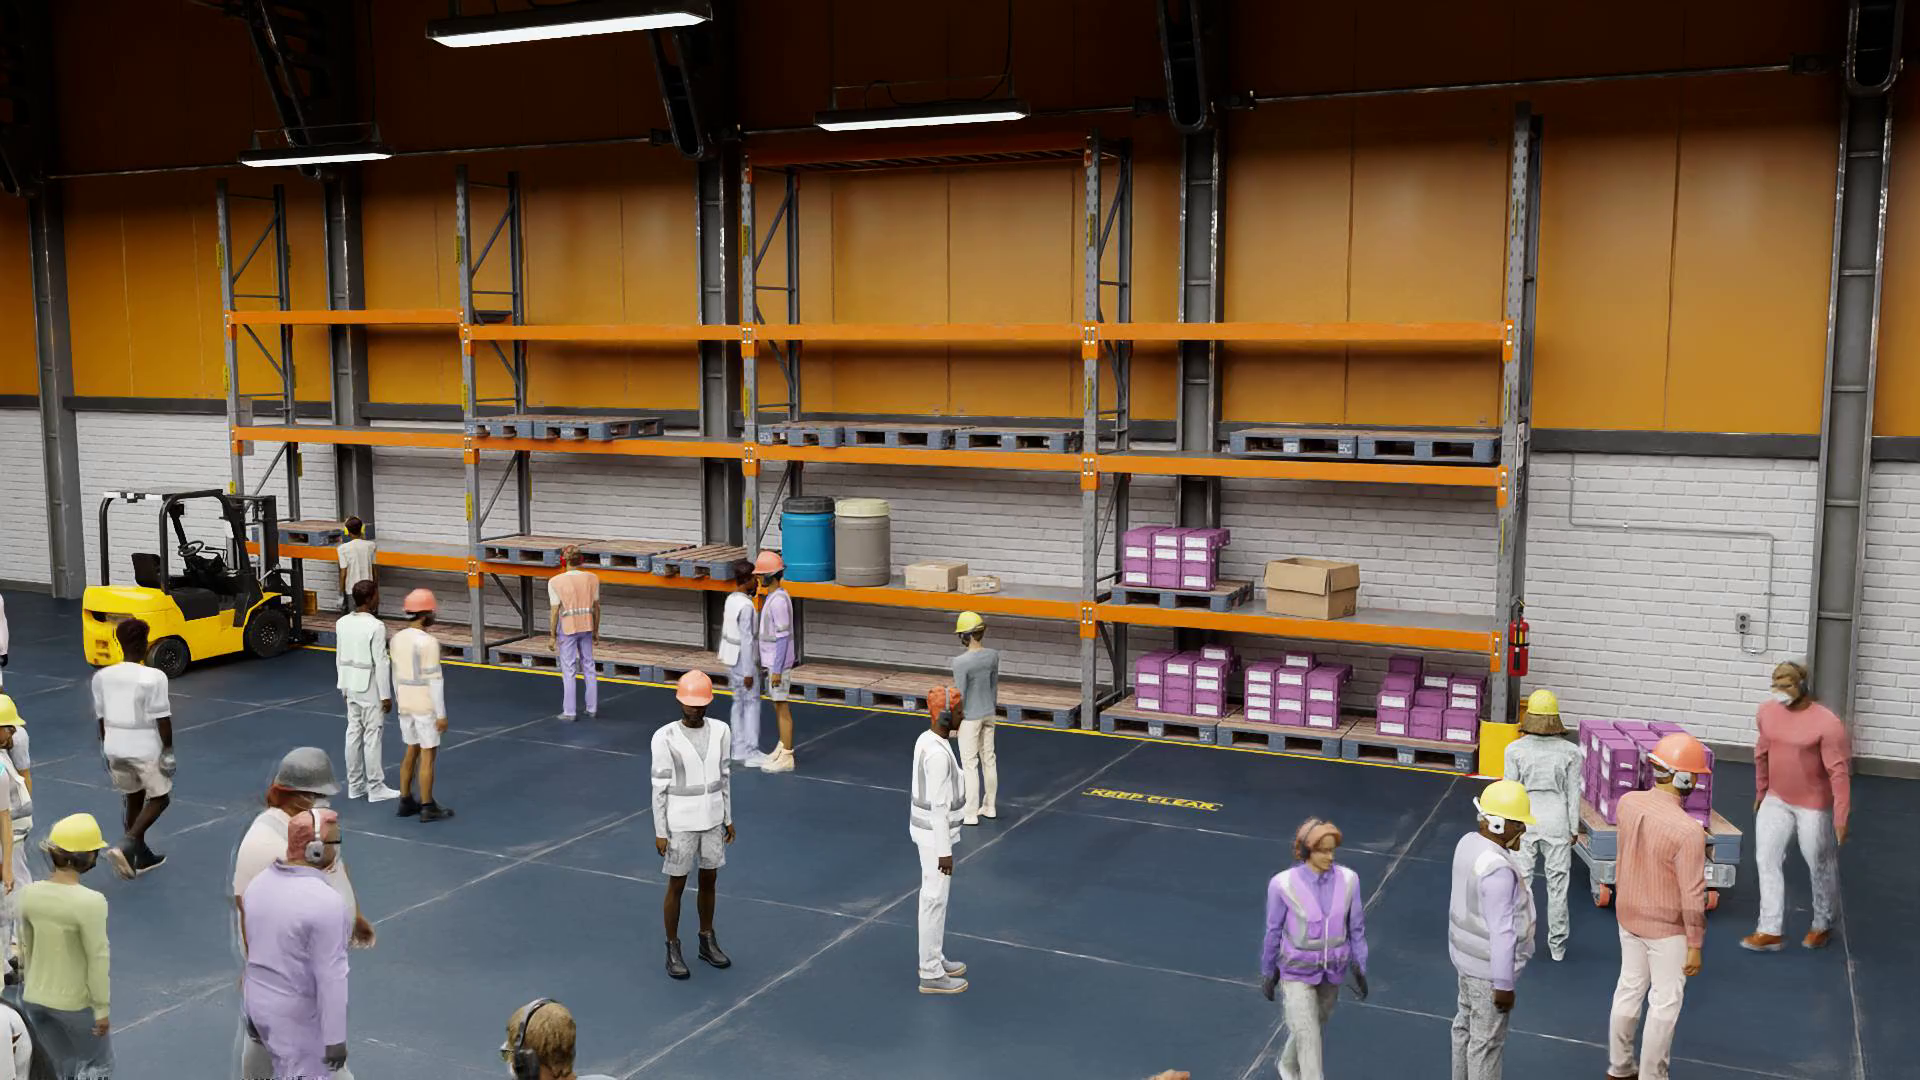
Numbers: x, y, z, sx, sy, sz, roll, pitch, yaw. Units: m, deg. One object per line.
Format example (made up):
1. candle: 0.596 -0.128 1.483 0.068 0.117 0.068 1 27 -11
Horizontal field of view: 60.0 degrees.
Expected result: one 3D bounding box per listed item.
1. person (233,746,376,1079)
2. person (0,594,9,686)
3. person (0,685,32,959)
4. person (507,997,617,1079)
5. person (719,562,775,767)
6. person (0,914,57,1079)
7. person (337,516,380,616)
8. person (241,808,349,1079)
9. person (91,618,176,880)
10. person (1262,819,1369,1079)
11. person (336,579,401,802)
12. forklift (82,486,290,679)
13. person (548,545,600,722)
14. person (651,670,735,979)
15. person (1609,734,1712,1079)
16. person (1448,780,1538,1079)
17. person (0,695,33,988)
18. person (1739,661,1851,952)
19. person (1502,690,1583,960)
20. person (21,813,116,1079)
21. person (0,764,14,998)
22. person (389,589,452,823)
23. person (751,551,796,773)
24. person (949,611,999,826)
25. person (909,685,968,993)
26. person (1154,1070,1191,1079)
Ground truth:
1. person: -3.212 1.969 8.291 0.969 2.000 0.705 -1 7 -4
2. person: -9.629 1.108 16.237 0.624 1.840 0.429 -3 8 -24
3. person: -6.189 1.782 10.664 0.504 1.840 0.345 2 7 16
4. person: -1.272 2.394 5.266 0.387 1.928 0.636 3 8 24
5. person: -2.017 1.153 15.573 0.448 1.912 0.601 -3 7 -23
6. person: -3.606 2.231 6.124 0.681 2.000 0.538 4 8 27
7. person: -7.233 0.641 19.992 0.329 1.865 0.518 7 10 43
8. person: -3.042 2.158 7.447 0.676 1.878 0.761 4 8 33
9. person: -6.092 1.547 12.200 0.606 1.945 0.674 1 7 12
10. person: 1.776 2.177 8.415 0.515 1.597 0.870 -2 7 -17
11. person: -5.141 1.297 14.355 0.590 1.917 0.399 5 8 33
12. forklift: -9.426 0.454 20.179 1.214 2.155 2.313 3 8 26
13. person: -4.004 0.973 17.309 0.565 1.845 0.384 -6 9 -39
14. person: -1.653 1.762 10.426 0.552 1.933 0.364 -5 9 -37
15. person: 3.617 1.968 8.569 0.411 1.980 0.626 -2 7 -16
16. person: 2.631 2.083 8.237 0.404 1.823 0.592 0 7 1
17. person: -5.915 1.848 10.220 0.403 1.817 0.601 -4 8 -31
18. person: 5.394 1.738 10.754 0.873 1.893 0.764 -4 8 -29
19. person: 3.739 1.828 10.721 0.483 1.737 0.321 2 7 17
20. person: -4.233 2.170 7.823 0.536 1.742 0.527 3 7 21
21. person: -5.806 1.900 9.657 0.570 1.843 0.373 -2 7 -16
22. person: -4.448 1.370 13.745 0.566 1.925 0.391 5 9 36
23. person: -1.717 1.118 15.323 0.394 2.038 0.611 -1 7 -8
24. person: 0.106 1.460 13.653 0.321 1.761 0.522 6 9 41
25. person: -0.127 1.820 10.193 0.359 1.880 0.575 -1 7 -5
26. person: 0.635 2.532 5.514 0.890 1.581 0.503 -6 9 -41
